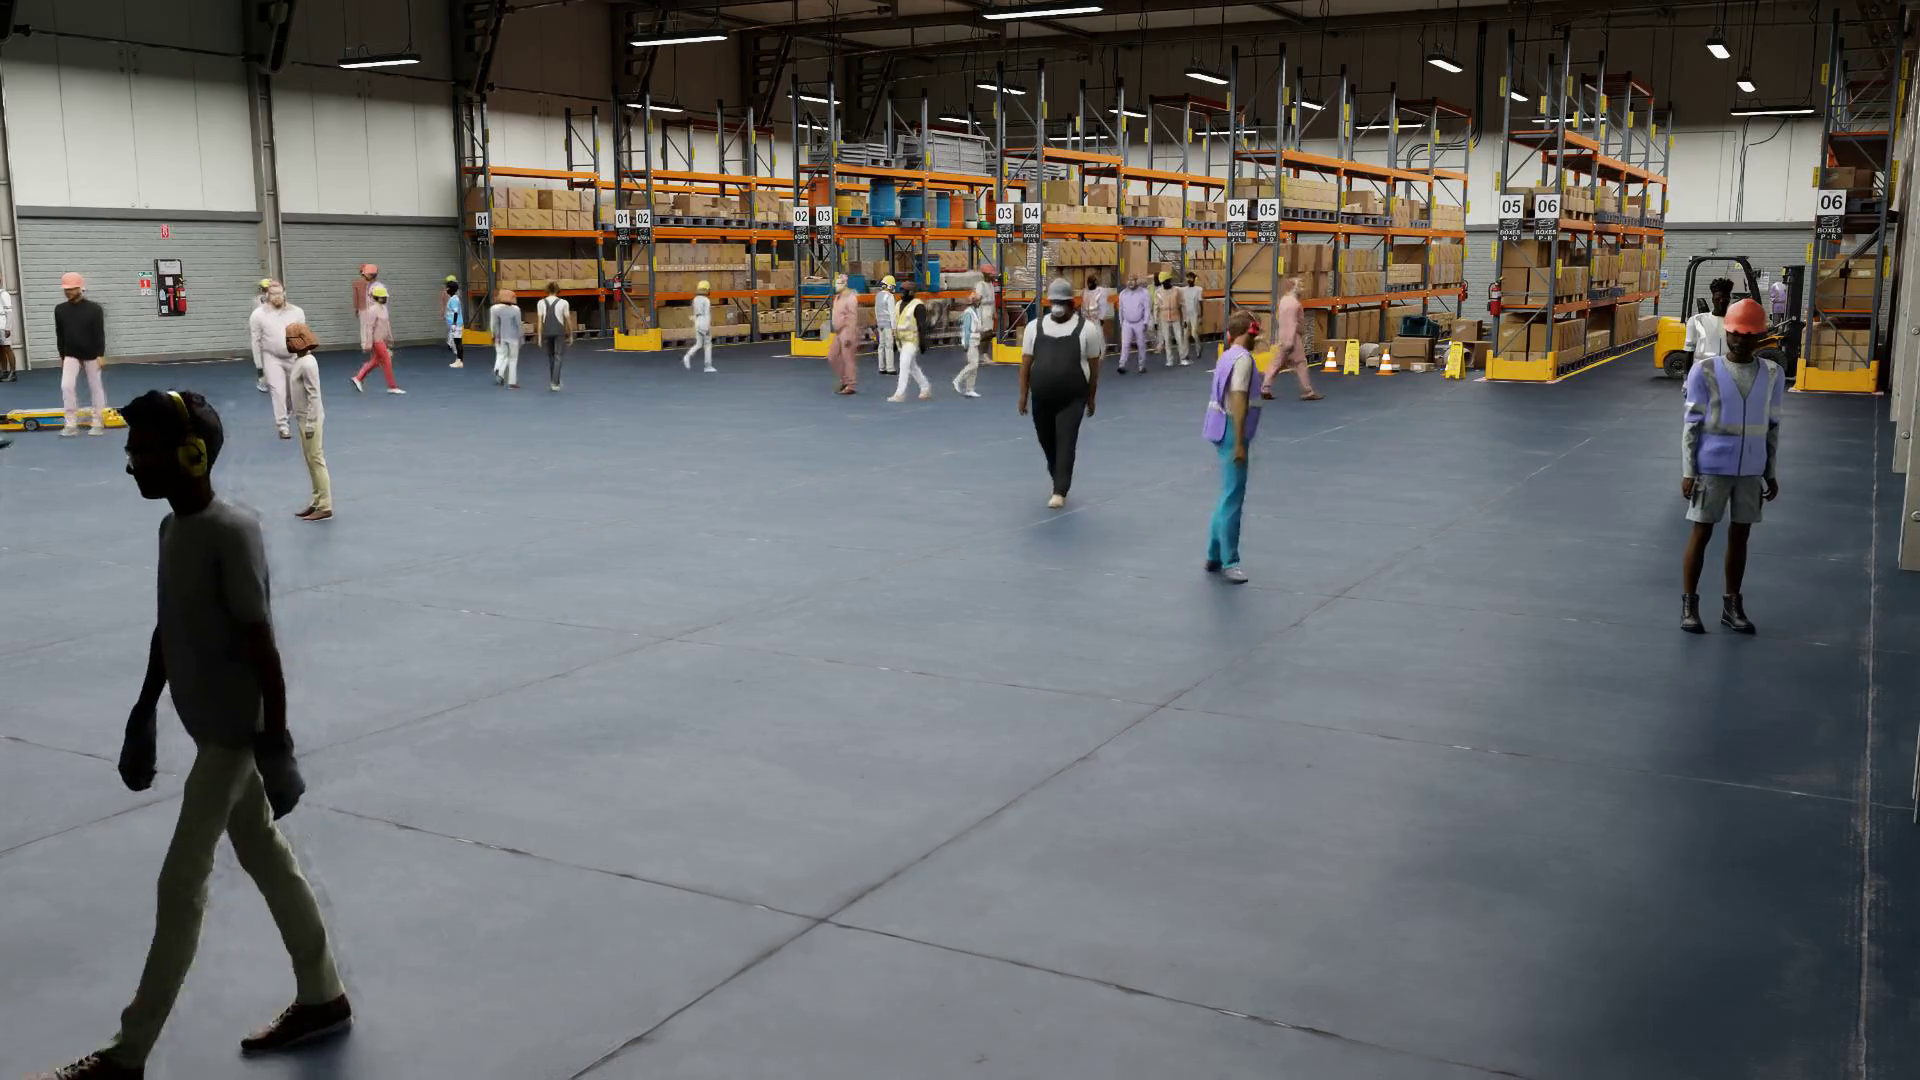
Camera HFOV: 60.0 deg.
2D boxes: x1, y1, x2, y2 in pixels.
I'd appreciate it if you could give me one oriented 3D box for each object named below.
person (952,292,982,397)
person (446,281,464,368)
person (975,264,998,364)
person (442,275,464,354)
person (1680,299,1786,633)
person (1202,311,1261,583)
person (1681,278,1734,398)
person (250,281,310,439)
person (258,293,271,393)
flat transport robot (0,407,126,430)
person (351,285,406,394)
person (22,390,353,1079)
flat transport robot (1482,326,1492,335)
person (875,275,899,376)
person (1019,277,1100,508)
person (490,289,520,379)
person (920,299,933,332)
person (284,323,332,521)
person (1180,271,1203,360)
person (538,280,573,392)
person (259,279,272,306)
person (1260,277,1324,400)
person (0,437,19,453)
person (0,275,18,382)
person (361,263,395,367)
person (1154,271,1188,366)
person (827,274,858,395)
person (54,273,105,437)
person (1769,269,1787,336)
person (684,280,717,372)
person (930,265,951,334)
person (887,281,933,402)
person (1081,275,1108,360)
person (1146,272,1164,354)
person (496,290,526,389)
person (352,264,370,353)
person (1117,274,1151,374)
[{"bbox_3d":[0.159,-3.018,25.706,0.400,1.616,0.538,3,10,16],"label":"person"},{"bbox_3d":[-9.856,-4.202,32.445,0.322,1.697,0.534,-3,10,-15],"label":"person"},{"bbox_3d":[0.543,-4.559,33.584,0.465,2.023,0.635,5,11,26],"label":"person"},{"bbox_3d":[-11.225,-4.971,36.754,0.540,1.754,0.459,5,11,25],"label":"person"},{"bbox_3d":[4.451,-0.417,9.587,0.549,1.934,0.374,1,10,4],"label":"person"},{"bbox_3d":[1.842,-0.634,11.263,0.392,1.806,0.685,0,10,1],"label":"person"},{"bbox_3d":[7.408,-1.582,16.321,0.610,1.965,0.362,2,10,14],"label":"person"},{"bbox_3d":[-8.212,-2.187,20.093,0.644,1.887,0.765,-8,12,-38],"label":"person"},{"bbox_3d":[-10.895,-3.098,26.281,0.533,1.583,0.877,-8,12,-39],"label":"person"},{"bbox_3d":[-11.395,-1.552,21.100,1.431,0.197,0.652,-4,11,-24],"label":"flat transport robot"},{"bbox_3d":[-9.248,-3.165,26.280,0.837,1.725,0.555,1,10,3],"label":"person"},{"bbox_3d":[-2.059,0.532,4.335,0.919,1.826,0.566,-8,13,-39],"label":"person"},{"bbox_3d":[14.278,-5.797,45.954,0.652,0.197,1.431,4,11,24],"label":"flat transport robot"},{"bbox_3d":[-1.306,-3.892,30.259,0.403,1.825,0.586,-6,12,-33],"label":"person"},{"bbox_3d":[0.888,-1.351,14.747,0.684,2.000,0.967,3,10,17],"label":"person"},{"bbox_3d":[-7.824,-3.501,28.578,0.521,1.620,0.677,0,10,-1],"label":"person"},{"bbox_3d":[-1.012,-6.921,47.681,0.543,1.932,0.376,2,10,14],"label":"person"},{"bbox_3d":[-5.382,-0.971,13.714,0.269,1.632,0.504,-5,11,-28],"label":"person"},{"bbox_3d":[4.786,-4.673,34.744,0.549,1.854,0.421,7,12,35],"label":"person"},{"bbox_3d":[-6.547,-3.288,26.830,0.541,1.806,0.918,1,10,6],"label":"person"},{"bbox_3d":[-12.827,-3.990,31.033,0.553,1.742,0.620,9,13,43],"label":"person"},{"bbox_3d":[4.986,-3.029,25.121,0.983,1.865,0.650,-1,10,-7],"label":"person"},{"bbox_3d":[-10.690,-1.762,17.881,0.897,1.786,0.621,-7,12,-36],"label":"person"},{"bbox_3d":[-16.608,-3.690,28.752,0.548,1.934,0.375,6,12,33],"label":"person"},{"bbox_3d":[-11.543,-4.439,32.862,0.577,2.036,0.644,-8,12,-38],"label":"person"},{"bbox_3d":[4.144,-4.357,32.821,0.649,1.876,0.459,1,10,6],"label":"person"},{"bbox_3d":[-1.853,-3.222,26.140,0.483,1.886,0.679,-4,11,-24],"label":"person"},{"bbox_3d":[-10.584,-2.208,19.967,0.635,1.961,0.811,0,10,-2],"label":"person"},{"bbox_3d":[18.274,-5.071,36.900,0.587,1.920,0.393,2,10,10],"label":"person"},{"bbox_3d":[-4.893,-4.013,31.263,0.495,1.726,0.595,9,13,43],"label":"person"},{"bbox_3d":[-0.514,-6.335,44.260,0.632,1.926,0.622,6,11,32],"label":"person"},{"bbox_3d":[-0.736,-2.994,25.062,0.896,1.812,0.633,-8,12,-38],"label":"person"},{"bbox_3d":[2.805,-4.620,34.632,0.639,1.798,0.977,5,11,29],"label":"person"},{"bbox_3d":[4.400,-5.045,37.002,0.647,1.828,0.445,6,11,30],"label":"person"},{"bbox_3d":[-7.390,-3.294,27.362,0.499,1.620,0.347,5,11,26],"label":"person"},{"bbox_3d":[-13.371,-5.224,37.557,0.611,1.996,0.375,-2,10,-12],"label":"person"},{"bbox_3d":[3.211,-3.979,30.701,0.646,1.849,1.023,4,10,20],"label":"person"}]
